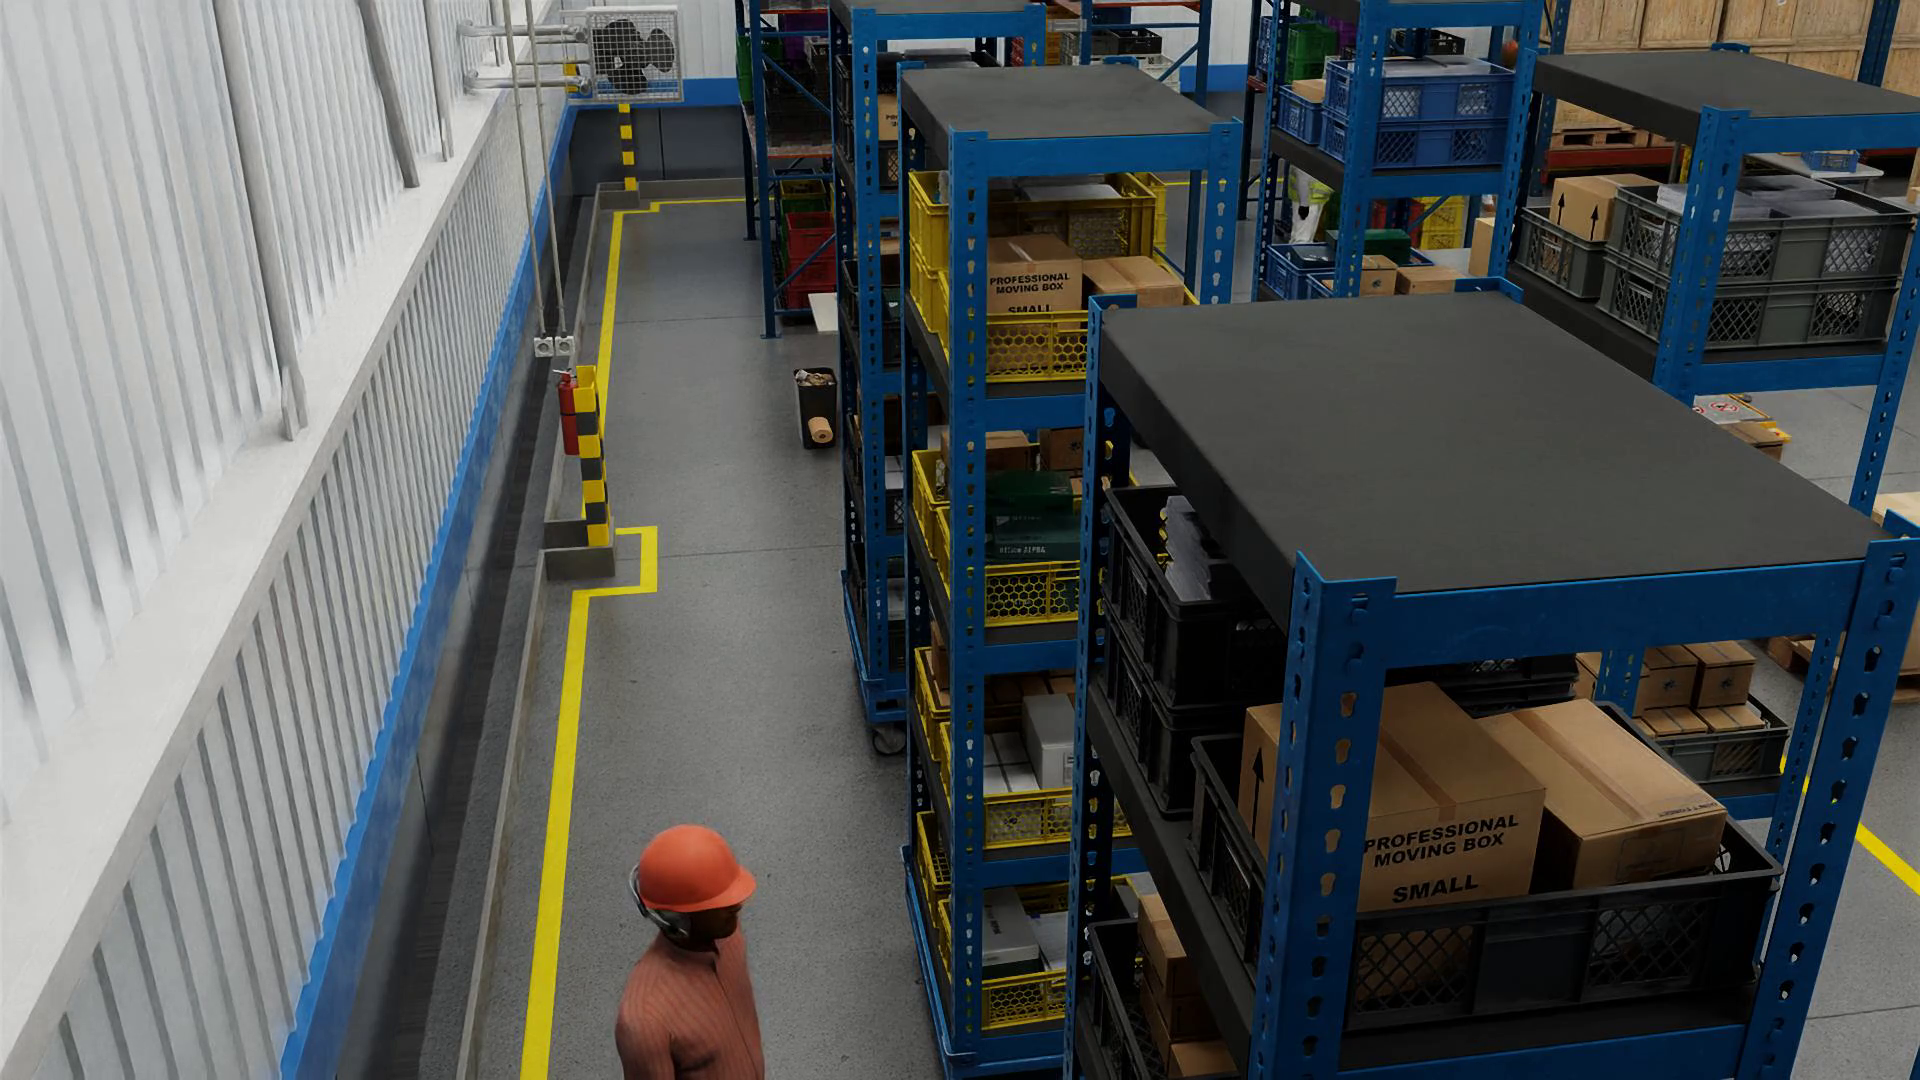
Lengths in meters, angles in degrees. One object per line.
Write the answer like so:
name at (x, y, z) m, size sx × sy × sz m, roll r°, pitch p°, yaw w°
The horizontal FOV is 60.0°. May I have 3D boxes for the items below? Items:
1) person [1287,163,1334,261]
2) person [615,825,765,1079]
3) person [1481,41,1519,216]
person at (3.211, -3.127, 15.204) m, size 0.429 × 1.839 × 0.623 m, roll 10°, pitch 27°, yaw 21°
person at (-0.705, 1.649, 4.631) m, size 0.375 × 1.997 × 0.612 m, roll 5°, pitch 25°, yaw 11°
person at (5.881, -4.452, 18.042) m, size 0.604 × 1.864 × 0.417 m, roll -3°, pitch 25°, yaw -7°
